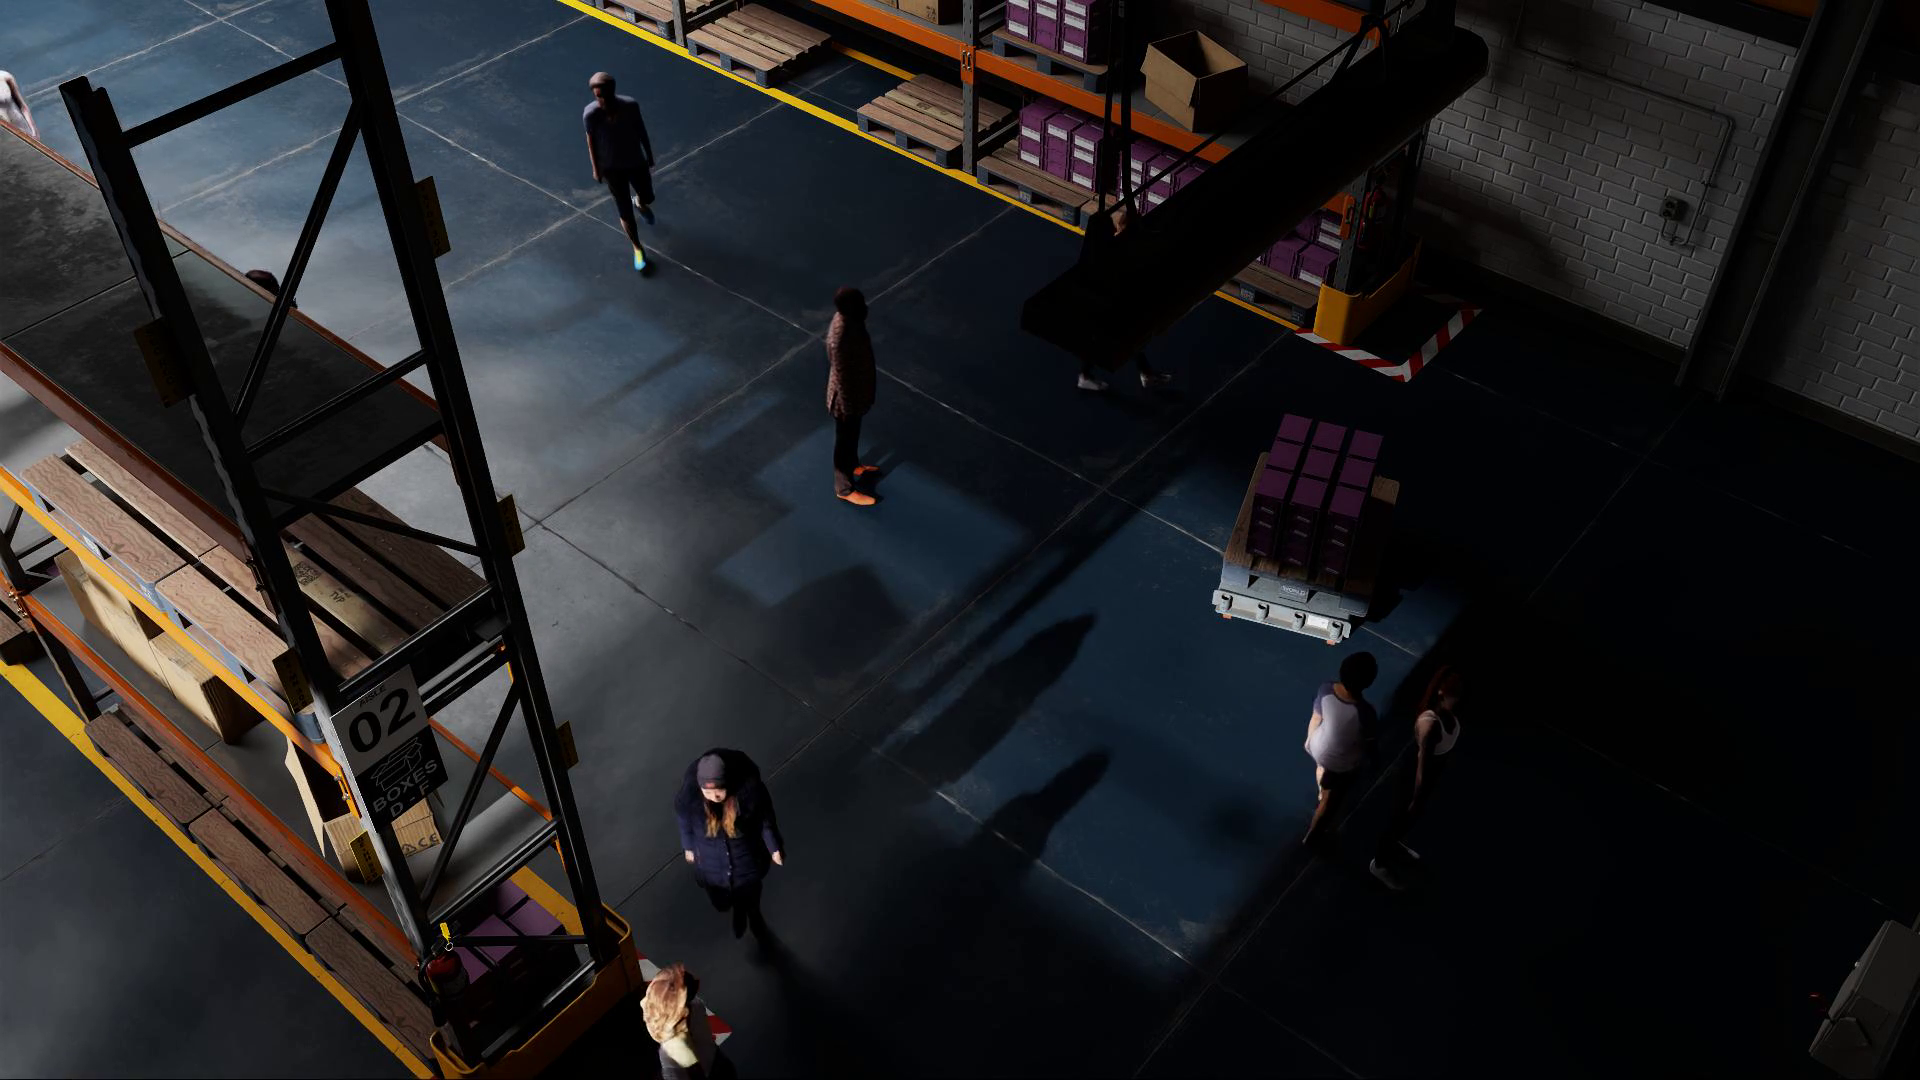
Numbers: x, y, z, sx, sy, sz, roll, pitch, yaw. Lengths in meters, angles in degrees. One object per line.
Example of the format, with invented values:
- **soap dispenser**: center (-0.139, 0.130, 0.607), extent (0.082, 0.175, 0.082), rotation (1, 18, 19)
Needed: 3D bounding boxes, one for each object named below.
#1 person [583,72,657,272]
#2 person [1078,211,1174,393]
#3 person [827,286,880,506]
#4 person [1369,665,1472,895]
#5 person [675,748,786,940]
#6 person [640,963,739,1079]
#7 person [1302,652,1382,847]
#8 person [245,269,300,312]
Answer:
- **person**: center (-2.918, -3.266, 14.326), extent (1.016, 1.843, 1.194), rotation (-20, 47, -20)
- **person**: center (1.140, -1.821, 12.936), extent (1.078, 1.667, 0.902), rotation (8, 44, 9)
- **person**: center (-0.805, -1.080, 12.057), extent (0.792, 1.808, 0.776), rotation (3, 44, 3)
- **person**: center (2.646, 1.351, 9.552), extent (0.545, 1.742, 0.614), rotation (23, 48, 22)
- **person**: center (-1.294, 1.654, 9.291), extent (0.832, 1.663, 0.882), rotation (-8, 44, -9)
- **person**: center (-1.446, 2.652, 8.224), extent (0.995, 1.691, 1.046), rotation (-14, 45, -15)
- **person**: center (2.181, 1.277, 9.774), extent (0.726, 1.544, 0.763), rotation (-30, 51, -28)
- **person**: center (-5.027, -1.274, 12.316), extent (0.680, 1.731, 1.094), rotation (-32, 52, -29)
